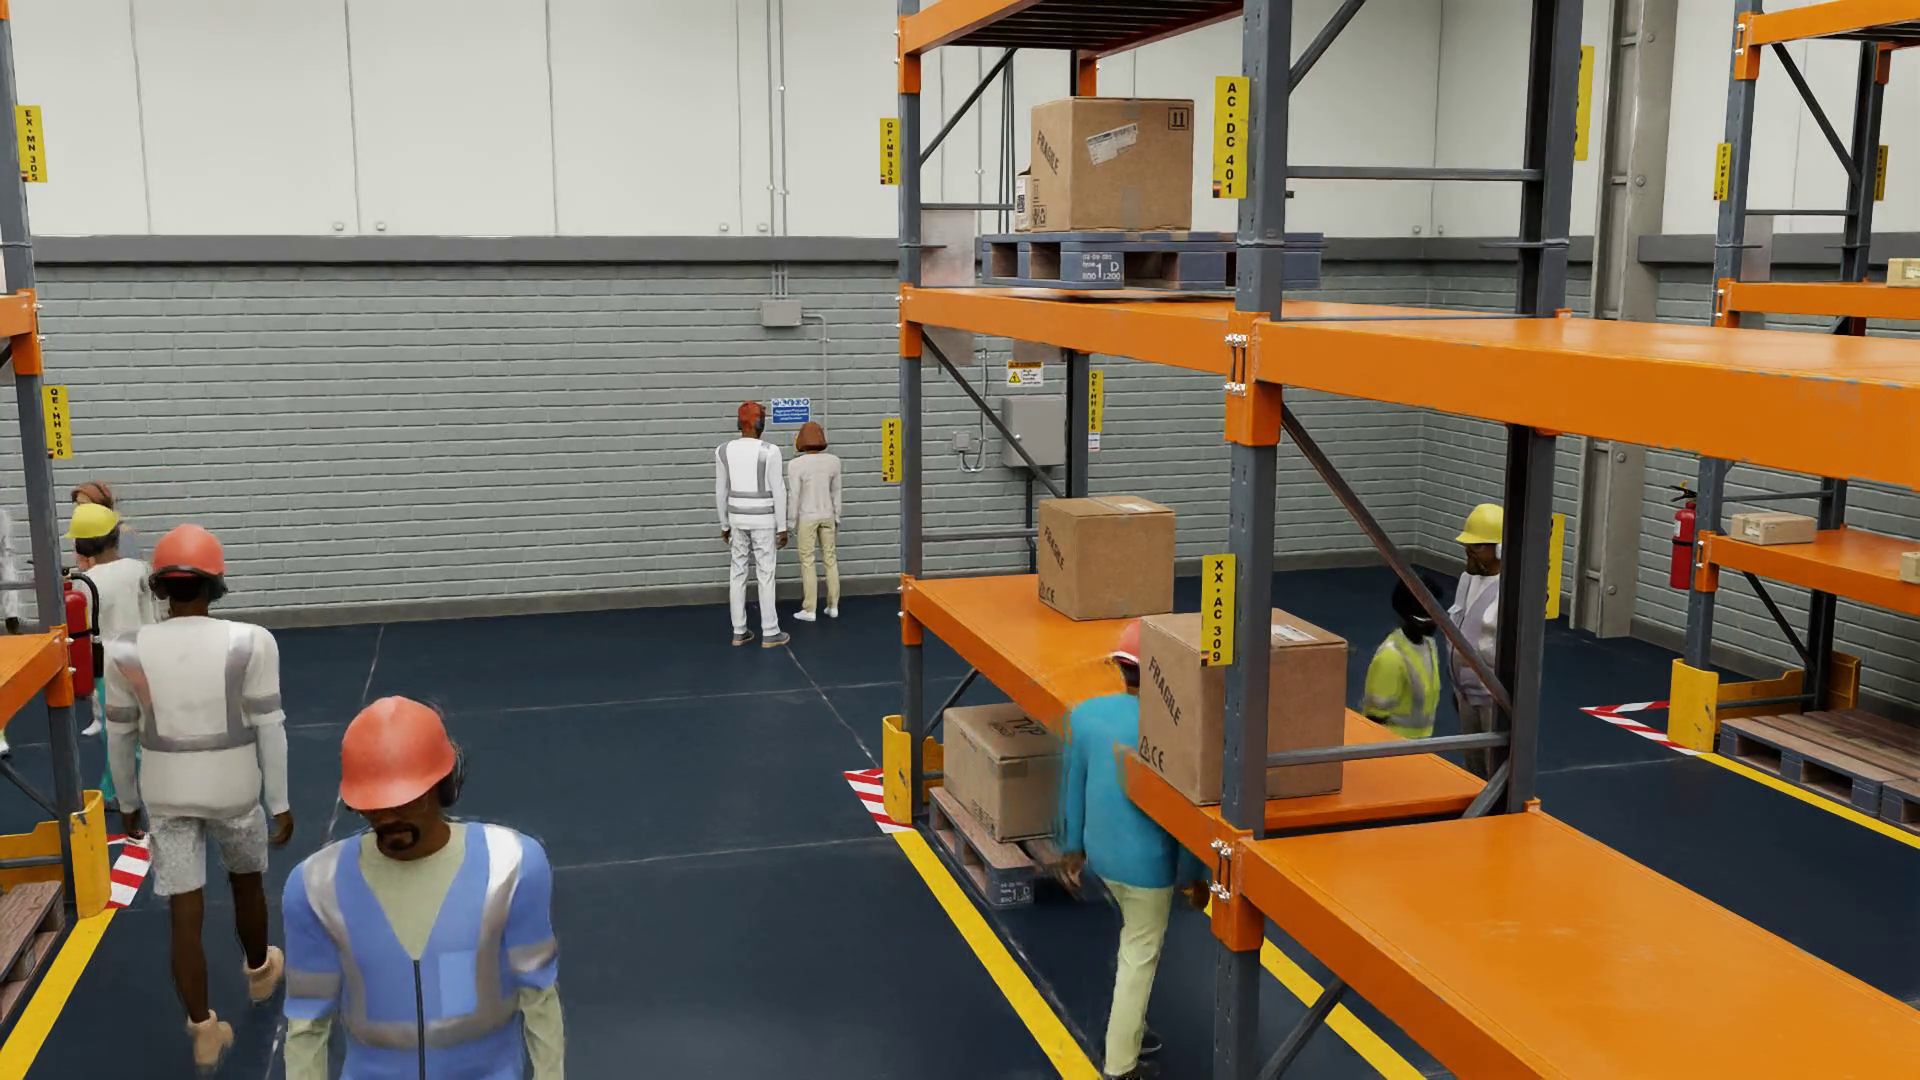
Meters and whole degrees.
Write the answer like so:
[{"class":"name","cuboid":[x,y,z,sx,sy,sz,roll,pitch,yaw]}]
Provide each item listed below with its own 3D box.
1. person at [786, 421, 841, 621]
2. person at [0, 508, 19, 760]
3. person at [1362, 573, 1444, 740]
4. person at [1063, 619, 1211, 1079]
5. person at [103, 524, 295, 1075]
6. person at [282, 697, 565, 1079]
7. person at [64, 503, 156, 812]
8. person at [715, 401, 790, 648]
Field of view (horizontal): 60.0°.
[{"class":"person","cuboid":[-1.193,-0.154,13.612,0.507,1.631,0.271,-7,12,-36]},{"class":"person","cuboid":[-5.895,0.389,9.870,0.951,1.876,0.578,6,12,31]},{"class":"person","cuboid":[1.902,0.941,7.314,0.601,1.656,0.570,6,11,29]},{"class":"person","cuboid":[0.691,1.121,6.040,0.568,1.731,0.572,-8,13,-39]},{"class":"person","cuboid":[-2.873,0.928,6.361,0.636,2.009,0.924,-3,10,-15]},{"class":"person","cuboid":[-1.260,1.345,3.940,0.640,2.022,0.531,-2,10,-9]},{"class":"person","cuboid":[-4.369,0.650,8.743,0.837,1.731,0.521,1,10,8]},{"class":"person","cuboid":[-1.576,-0.118,12.685,0.574,1.887,0.355,4,11,20]}]
